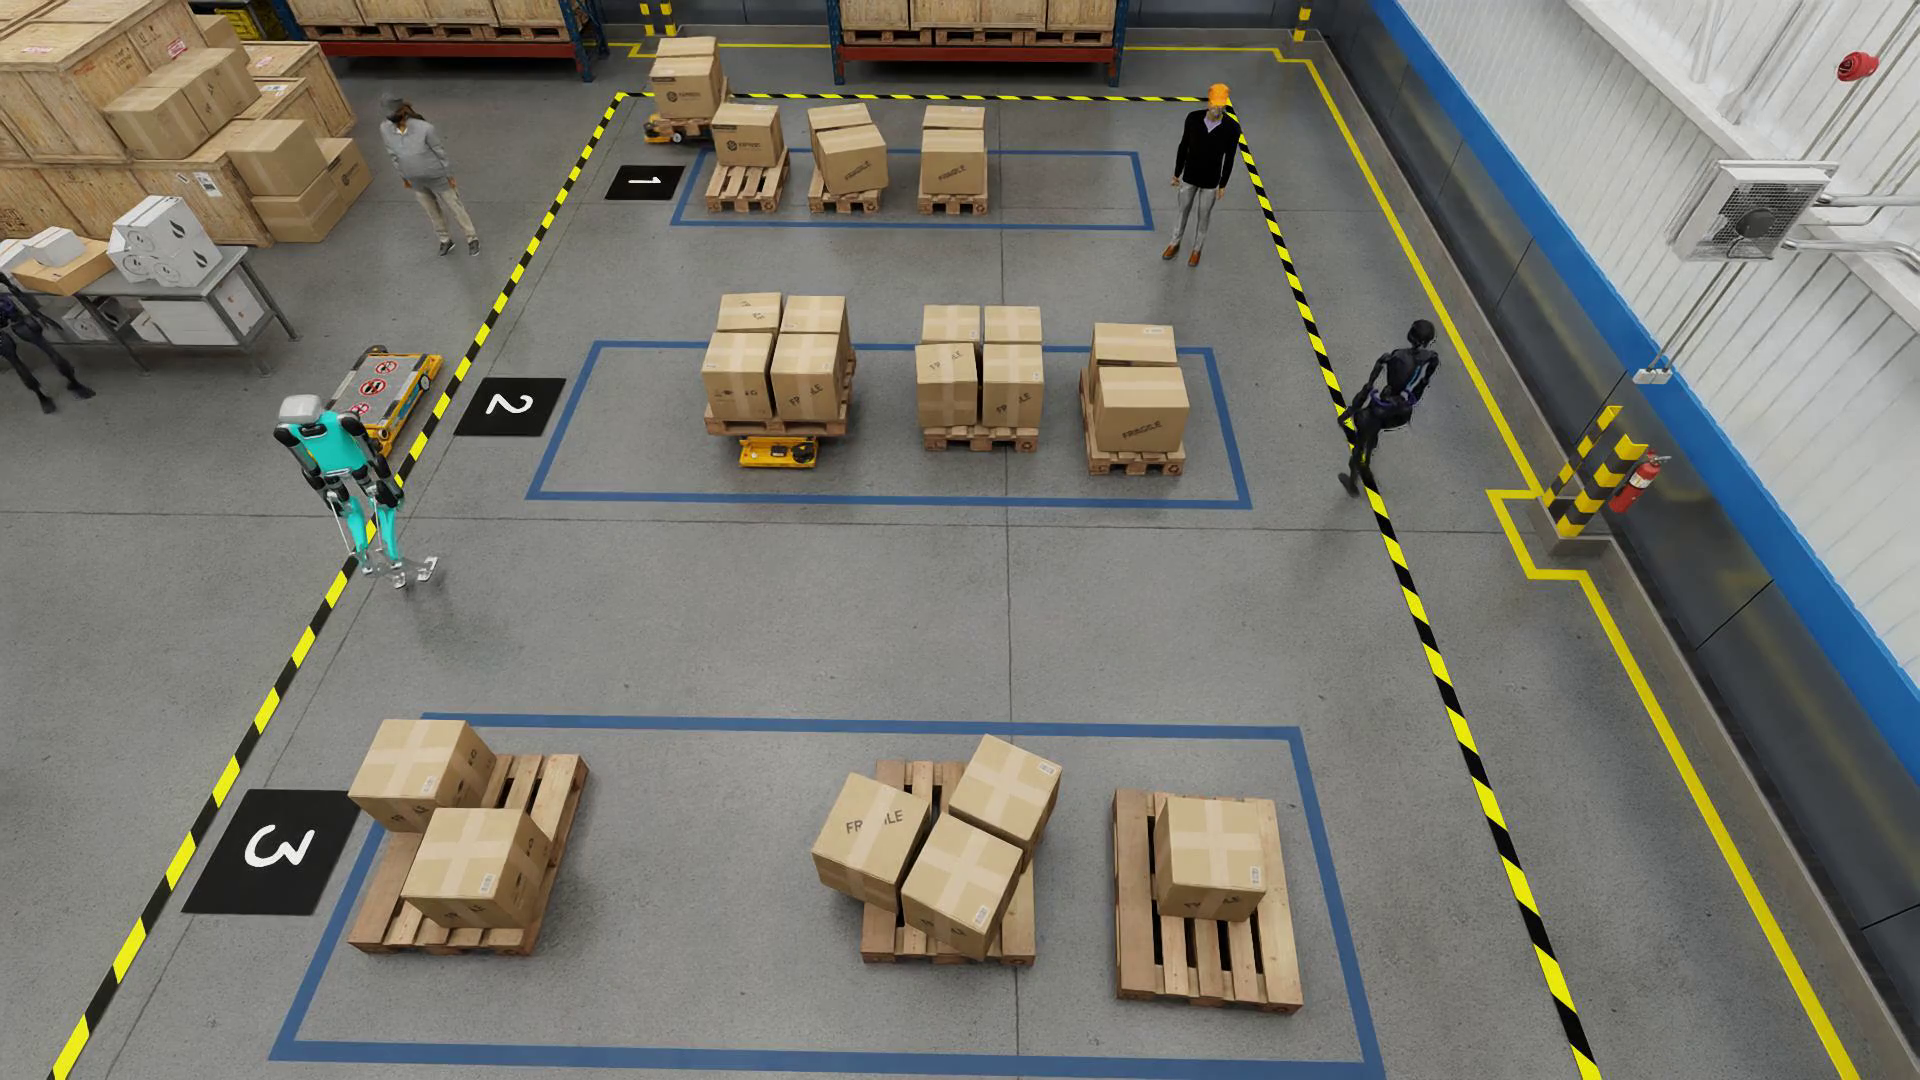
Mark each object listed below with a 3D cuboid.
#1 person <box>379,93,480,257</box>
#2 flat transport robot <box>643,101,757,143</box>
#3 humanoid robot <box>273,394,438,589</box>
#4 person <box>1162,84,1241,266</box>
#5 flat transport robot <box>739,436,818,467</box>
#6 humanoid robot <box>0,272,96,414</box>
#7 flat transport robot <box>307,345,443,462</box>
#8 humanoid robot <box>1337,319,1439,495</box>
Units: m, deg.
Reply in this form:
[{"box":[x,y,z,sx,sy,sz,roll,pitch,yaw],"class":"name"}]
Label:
[{"box":[-5.576,-3.806,9.608,0.571,1.761,0.408,-1,50,-1],"class":"person"},{"box":[-3.367,-5.477,11.983,1.431,0.197,0.652,-5,50,-4],"class":"flat transport robot"},{"box":[-4.274,-0.203,6.488,0.533,1.677,0.735,-11,51,-9],"class":"humanoid robot"},{"box":[2.487,-3.749,9.481,0.590,1.883,0.364,23,53,18],"class":"person"},{"box":[-1.582,-1.235,8.394,0.652,0.197,1.431,1,50,1],"class":"flat transport robot"},{"box":[-8.365,-1.884,8.034,0.401,1.643,0.599,26,54,20],"class":"humanoid robot"},{"box":[-5.383,-1.269,8.441,0.659,0.231,1.431,1,50,1],"class":"flat transport robot"},{"box":[3.375,-1.069,7.351,0.615,1.650,0.458,-7,50,-6],"class":"humanoid robot"}]
